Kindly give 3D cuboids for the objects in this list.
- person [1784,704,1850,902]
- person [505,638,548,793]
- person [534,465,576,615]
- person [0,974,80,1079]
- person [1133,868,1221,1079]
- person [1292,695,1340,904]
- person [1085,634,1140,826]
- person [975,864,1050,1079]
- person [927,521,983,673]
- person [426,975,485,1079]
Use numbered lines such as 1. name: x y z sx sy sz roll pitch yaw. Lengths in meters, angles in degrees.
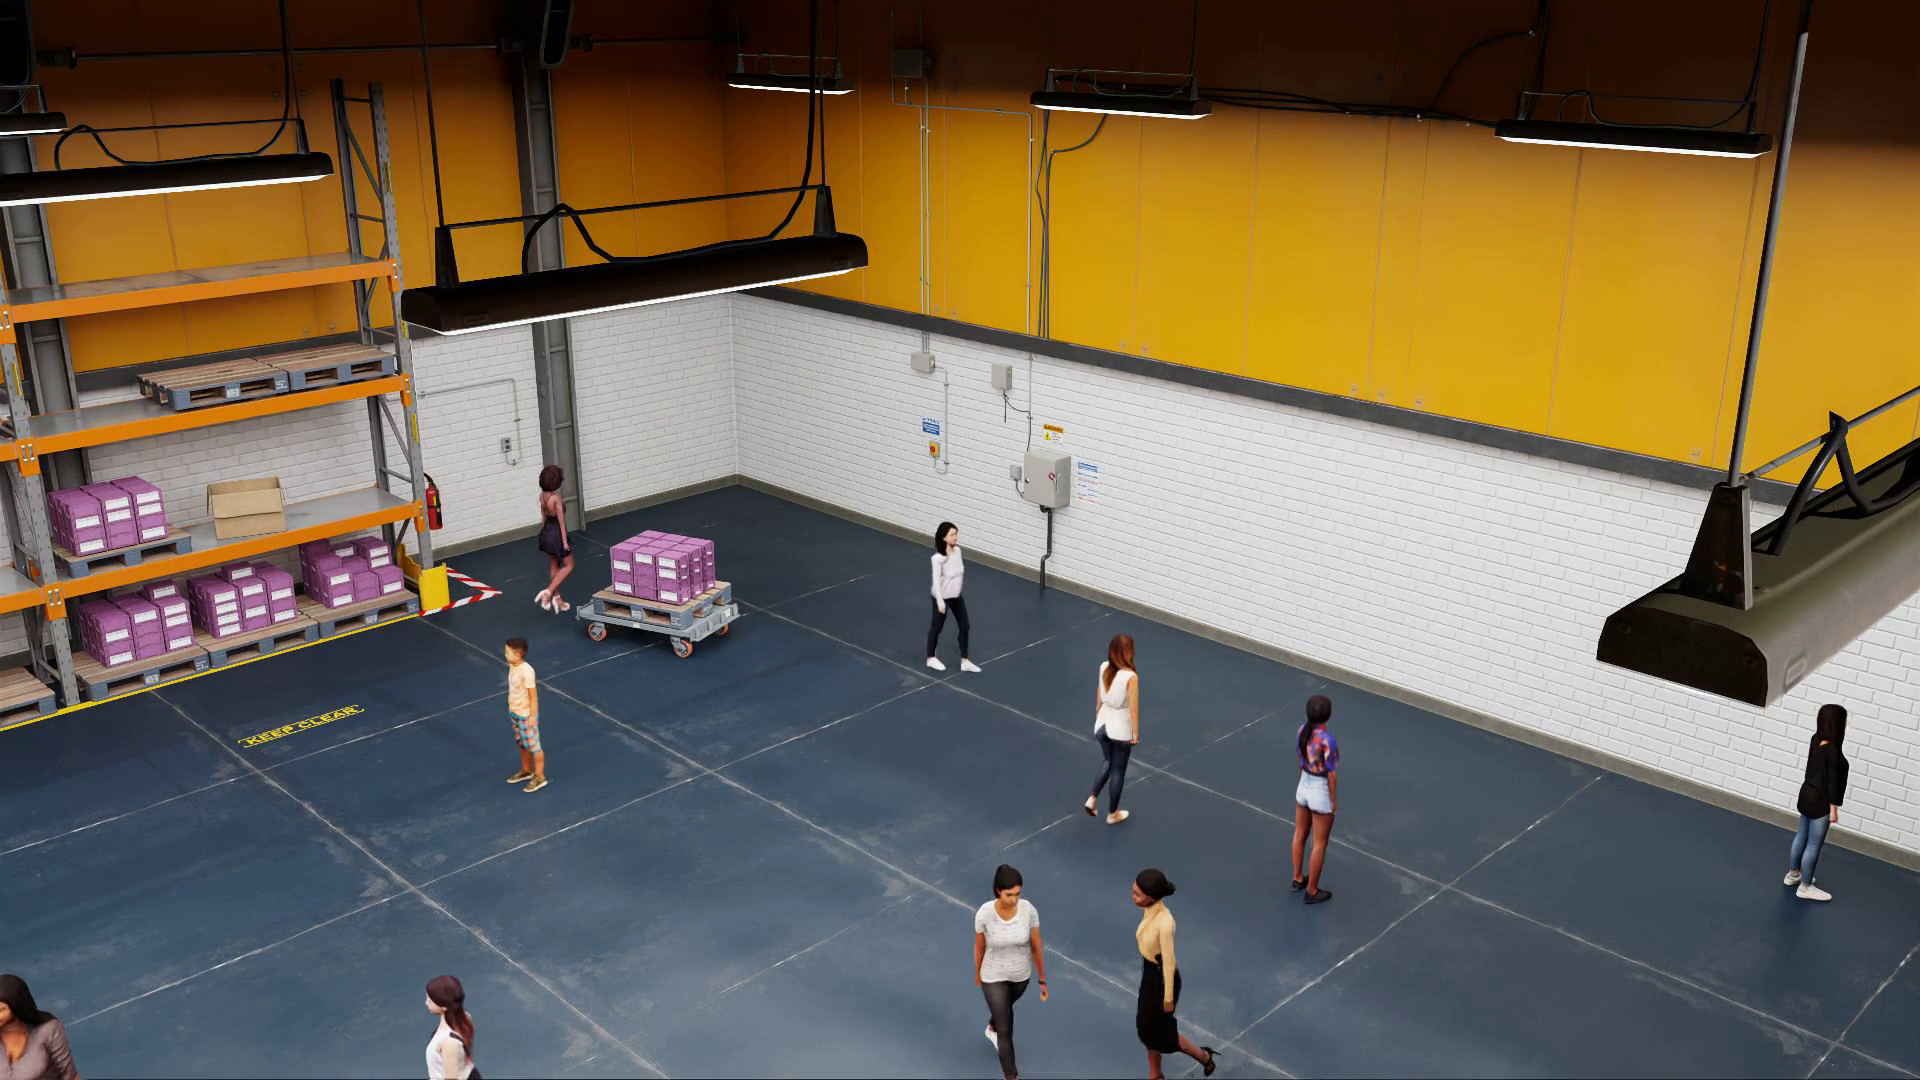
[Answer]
1. person: 6.869 2.071 13.304 0.703 1.645 0.639 0 19 1
2. person: -3.960 1.557 15.118 0.477 1.460 0.523 -17 25 -41
3. person: -4.735 0.038 19.137 0.588 1.775 0.755 16 24 39
4. person: -5.271 3.245 9.572 1.102 1.801 1.141 -1 19 -3
5. person: 1.370 2.911 10.830 0.956 1.632 0.865 -6 20 -17
6. person: 2.817 2.043 13.230 0.615 1.745 0.642 -10 21 -28
7. person: 1.267 1.663 14.307 0.693 1.777 0.620 -17 25 -41
8. person: 0.281 2.854 11.058 1.146 1.593 1.027 -6 19 -16
9. person: -0.208 0.598 17.631 0.751 1.675 0.828 14 23 36
10. person: -2.912 3.272 9.731 0.690 1.650 0.670 -4 19 -13
